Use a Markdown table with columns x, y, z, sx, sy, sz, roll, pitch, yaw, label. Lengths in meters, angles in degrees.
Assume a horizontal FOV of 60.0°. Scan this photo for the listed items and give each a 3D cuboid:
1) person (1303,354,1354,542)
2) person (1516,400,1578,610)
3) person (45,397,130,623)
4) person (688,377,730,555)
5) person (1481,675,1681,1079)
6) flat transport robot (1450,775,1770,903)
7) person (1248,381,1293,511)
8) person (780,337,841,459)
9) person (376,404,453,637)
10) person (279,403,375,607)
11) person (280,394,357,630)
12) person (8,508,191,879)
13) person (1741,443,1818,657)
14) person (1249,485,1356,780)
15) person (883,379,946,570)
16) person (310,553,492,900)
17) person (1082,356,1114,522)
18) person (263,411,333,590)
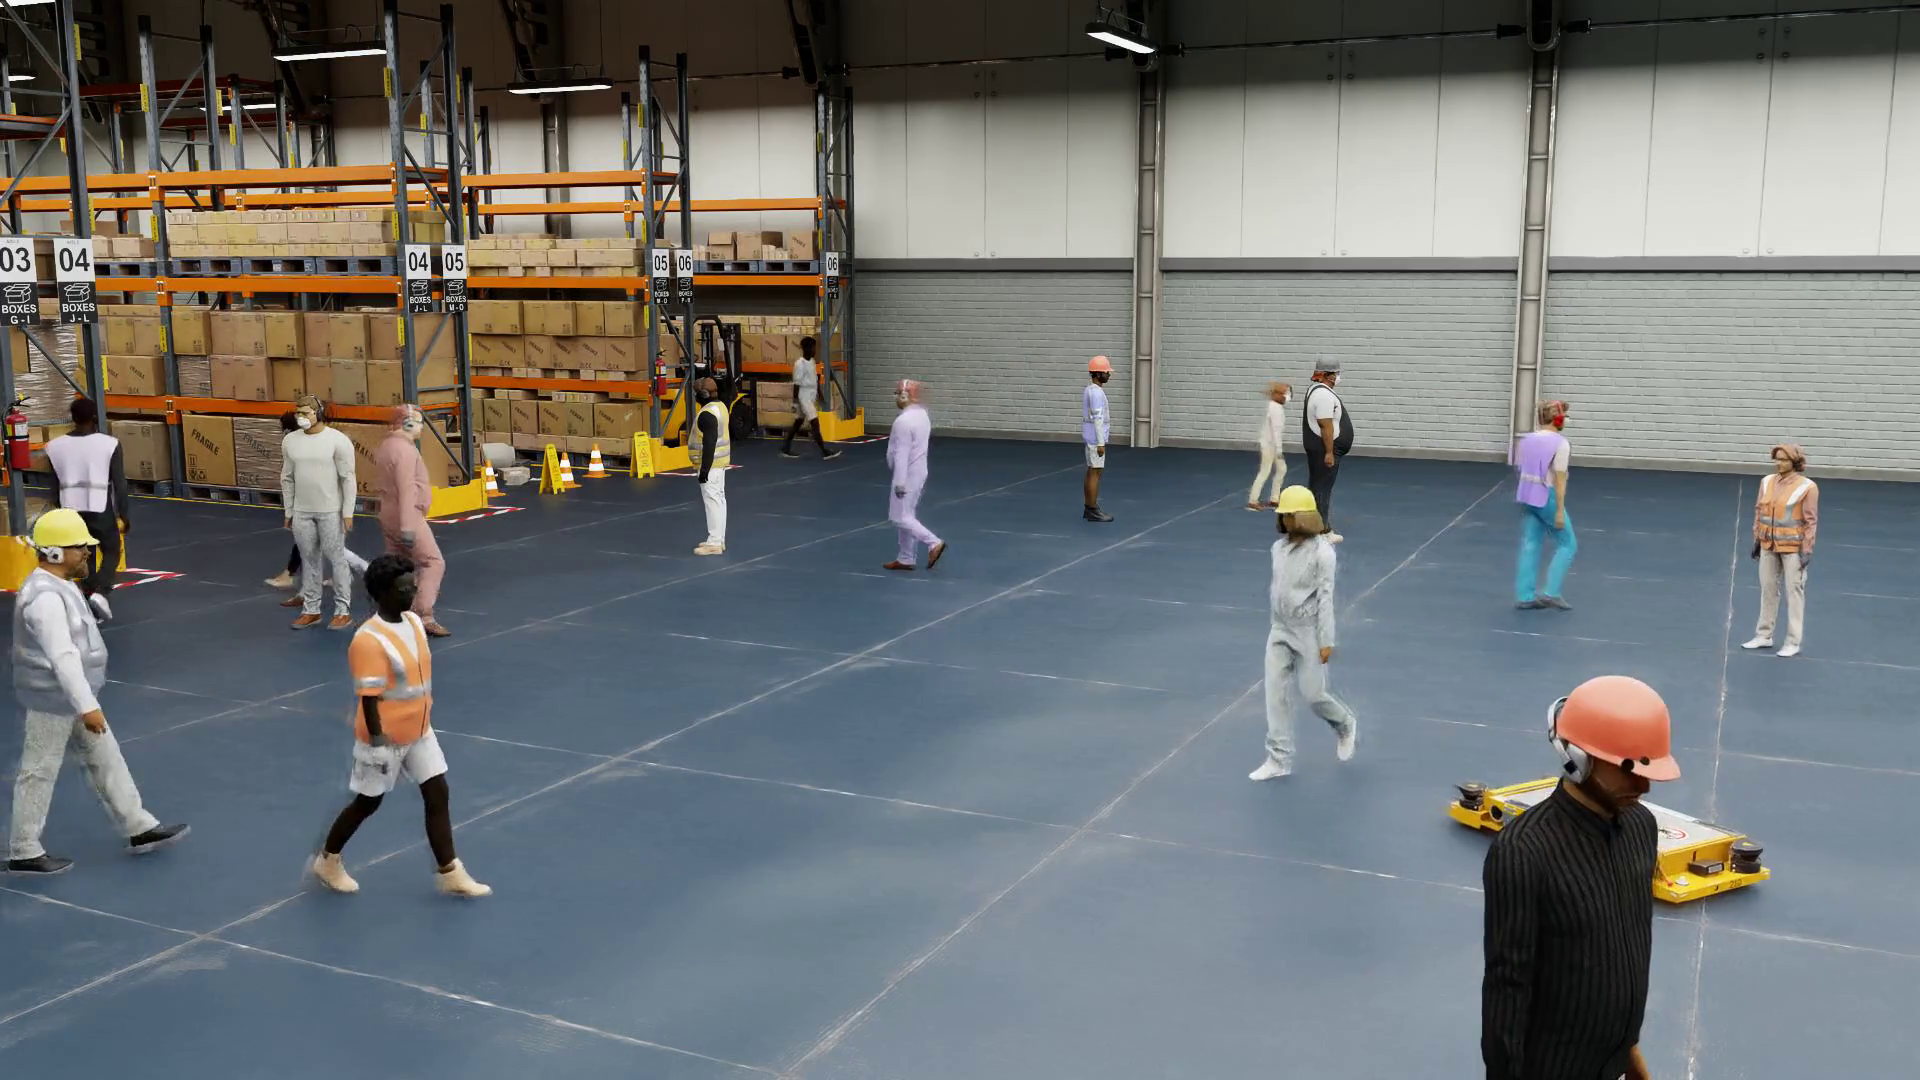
| x | y | z | sx | sy | sz | roll | pitch | yaw | label |
| --- | --- | --- | --- | --- | --- | --- | --- | --- | --- |
| 4.002 | -1.007 | 18.086 | 0.539 | 2.000 | 0.689 | 0 | 9 | -1 | person |
| 5.093 | -0.293 | 14.347 | 0.571 | 1.824 | 0.588 | -3 | 10 | -17 | person |
| -7.199 | -0.225 | 13.738 | 0.603 | 1.899 | 0.508 | -2 | 9 | -10 | person |
| -2.603 | -0.768 | 17.249 | 0.429 | 1.838 | 0.621 | 0 | 9 | 3 | person |
| 1.529 | 1.297 | 4.133 | 0.612 | 1.983 | 0.407 | -7 | 11 | -36 | person |
| 3.234 | 1.459 | 8.376 | 0.652 | 0.197 | 1.431 | -5 | 11 | -28 | flat transport robot |
| 3.789 | -1.126 | 20.158 | 0.610 | 1.595 | 0.517 | 3 | 10 | 18 | person |
| -2.369 | -2.203 | 25.827 | 1.027 | 1.910 | 0.612 | 2 | 9 | 10 | person |
| -4.353 | -0.143 | 13.272 | 0.644 | 1.877 | 0.661 | -6 | 11 | -34 | person |
| -5.519 | -0.325 | 14.535 | 0.850 | 1.843 | 0.530 | -3 | 10 | -20 | person |
| -5.244 | -0.224 | 13.599 | 0.636 | 1.938 | 0.355 | 2 | 9 | 11 | person |
| -4.259 | 0.741 | 8.108 | 0.887 | 1.790 | 0.590 | -3 | 10 | -19 | person |
| 6.291 | 0.069 | 12.722 | 0.310 | 1.636 | 0.522 | -4 | 10 | -24 | person |
| 2.012 | 0.525 | 9.659 | 0.688 | 1.718 | 0.492 | -7 | 11 | -36 | person |
| -0.456 | -0.614 | 16.137 | 0.594 | 1.885 | 0.657 | 3 | 10 | 15 | person |
| -2.671 | 0.873 | 7.730 | 0.861 | 1.657 | 0.539 | 2 | 10 | 13 | person |
| 1.616 | -1.183 | 19.483 | 0.354 | 1.939 | 0.544 | -1 | 9 | -5 | person |
| -6.038 | -0.355 | 15.262 | 0.813 | 1.640 | 0.541 | -3 | 10 | -19 | person |
